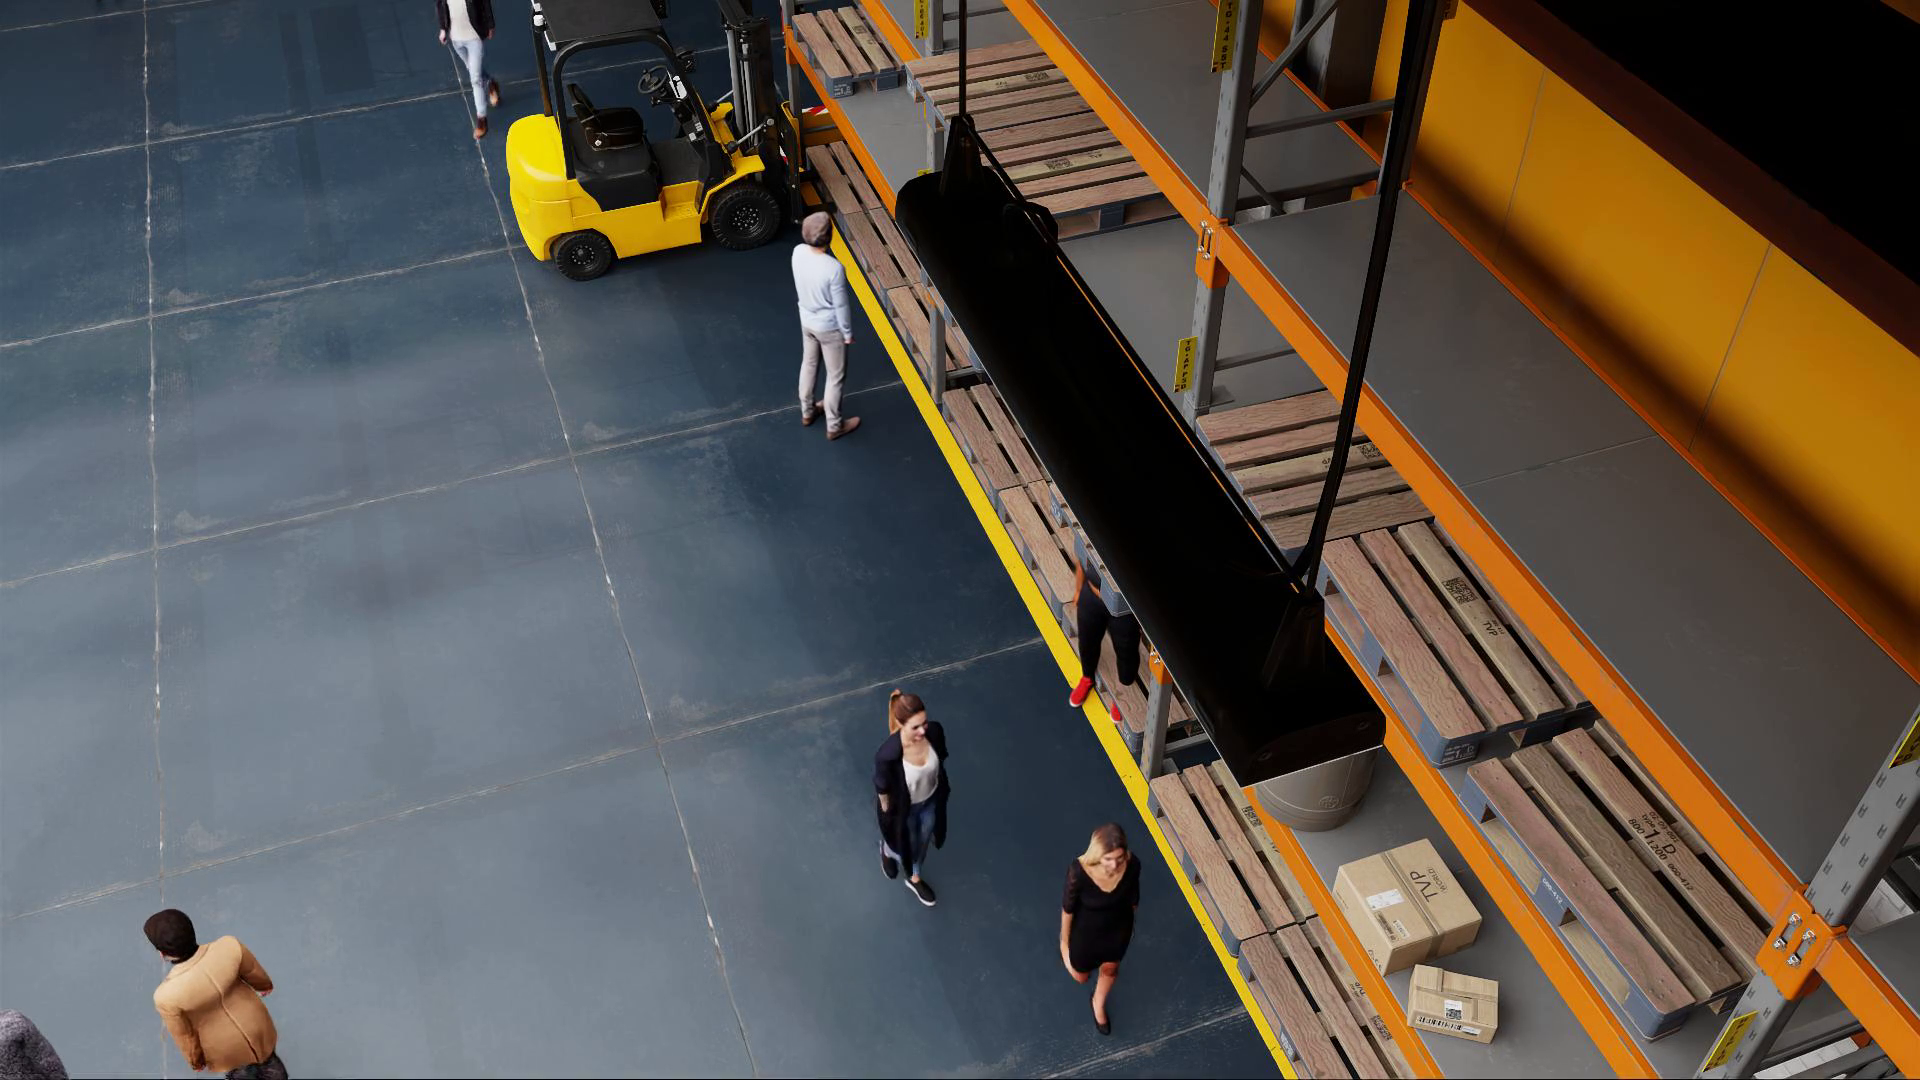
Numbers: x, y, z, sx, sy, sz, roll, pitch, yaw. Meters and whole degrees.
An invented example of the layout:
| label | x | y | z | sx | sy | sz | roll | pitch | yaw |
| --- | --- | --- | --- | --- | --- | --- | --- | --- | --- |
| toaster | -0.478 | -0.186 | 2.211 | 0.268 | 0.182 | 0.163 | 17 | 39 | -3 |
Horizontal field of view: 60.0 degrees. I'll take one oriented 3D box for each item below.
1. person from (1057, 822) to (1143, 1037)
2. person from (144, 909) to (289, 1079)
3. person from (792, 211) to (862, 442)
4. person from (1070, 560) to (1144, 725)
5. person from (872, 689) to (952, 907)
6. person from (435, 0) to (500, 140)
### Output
| label | x | y | z | sx | sy | sz | roll | pitch | yaw |
| --- | --- | --- | --- | --- | --- | --- | --- | --- | --- |
| person | 0.711 | 1.971 | 8.741 | 0.575 | 1.665 | 0.779 | -12 | 45 | -12 |
| person | -3.614 | 2.419 | 8.235 | 0.878 | 1.715 | 0.839 | 33 | 53 | 30 |
| person | -1.017 | -1.589 | 12.317 | 0.655 | 1.887 | 0.783 | 32 | 52 | 29 |
| person | 0.947 | 0.375 | 10.308 | 0.766 | 1.815 | 0.830 | 19 | 47 | 19 |
| person | -0.322 | 1.408 | 9.324 | 0.728 | 1.677 | 0.818 | -27 | 50 | -25 |
| person | -4.647 | -4.834 | 15.776 | 1.010 | 1.814 | 1.245 | 5 | 44 | 5 |
